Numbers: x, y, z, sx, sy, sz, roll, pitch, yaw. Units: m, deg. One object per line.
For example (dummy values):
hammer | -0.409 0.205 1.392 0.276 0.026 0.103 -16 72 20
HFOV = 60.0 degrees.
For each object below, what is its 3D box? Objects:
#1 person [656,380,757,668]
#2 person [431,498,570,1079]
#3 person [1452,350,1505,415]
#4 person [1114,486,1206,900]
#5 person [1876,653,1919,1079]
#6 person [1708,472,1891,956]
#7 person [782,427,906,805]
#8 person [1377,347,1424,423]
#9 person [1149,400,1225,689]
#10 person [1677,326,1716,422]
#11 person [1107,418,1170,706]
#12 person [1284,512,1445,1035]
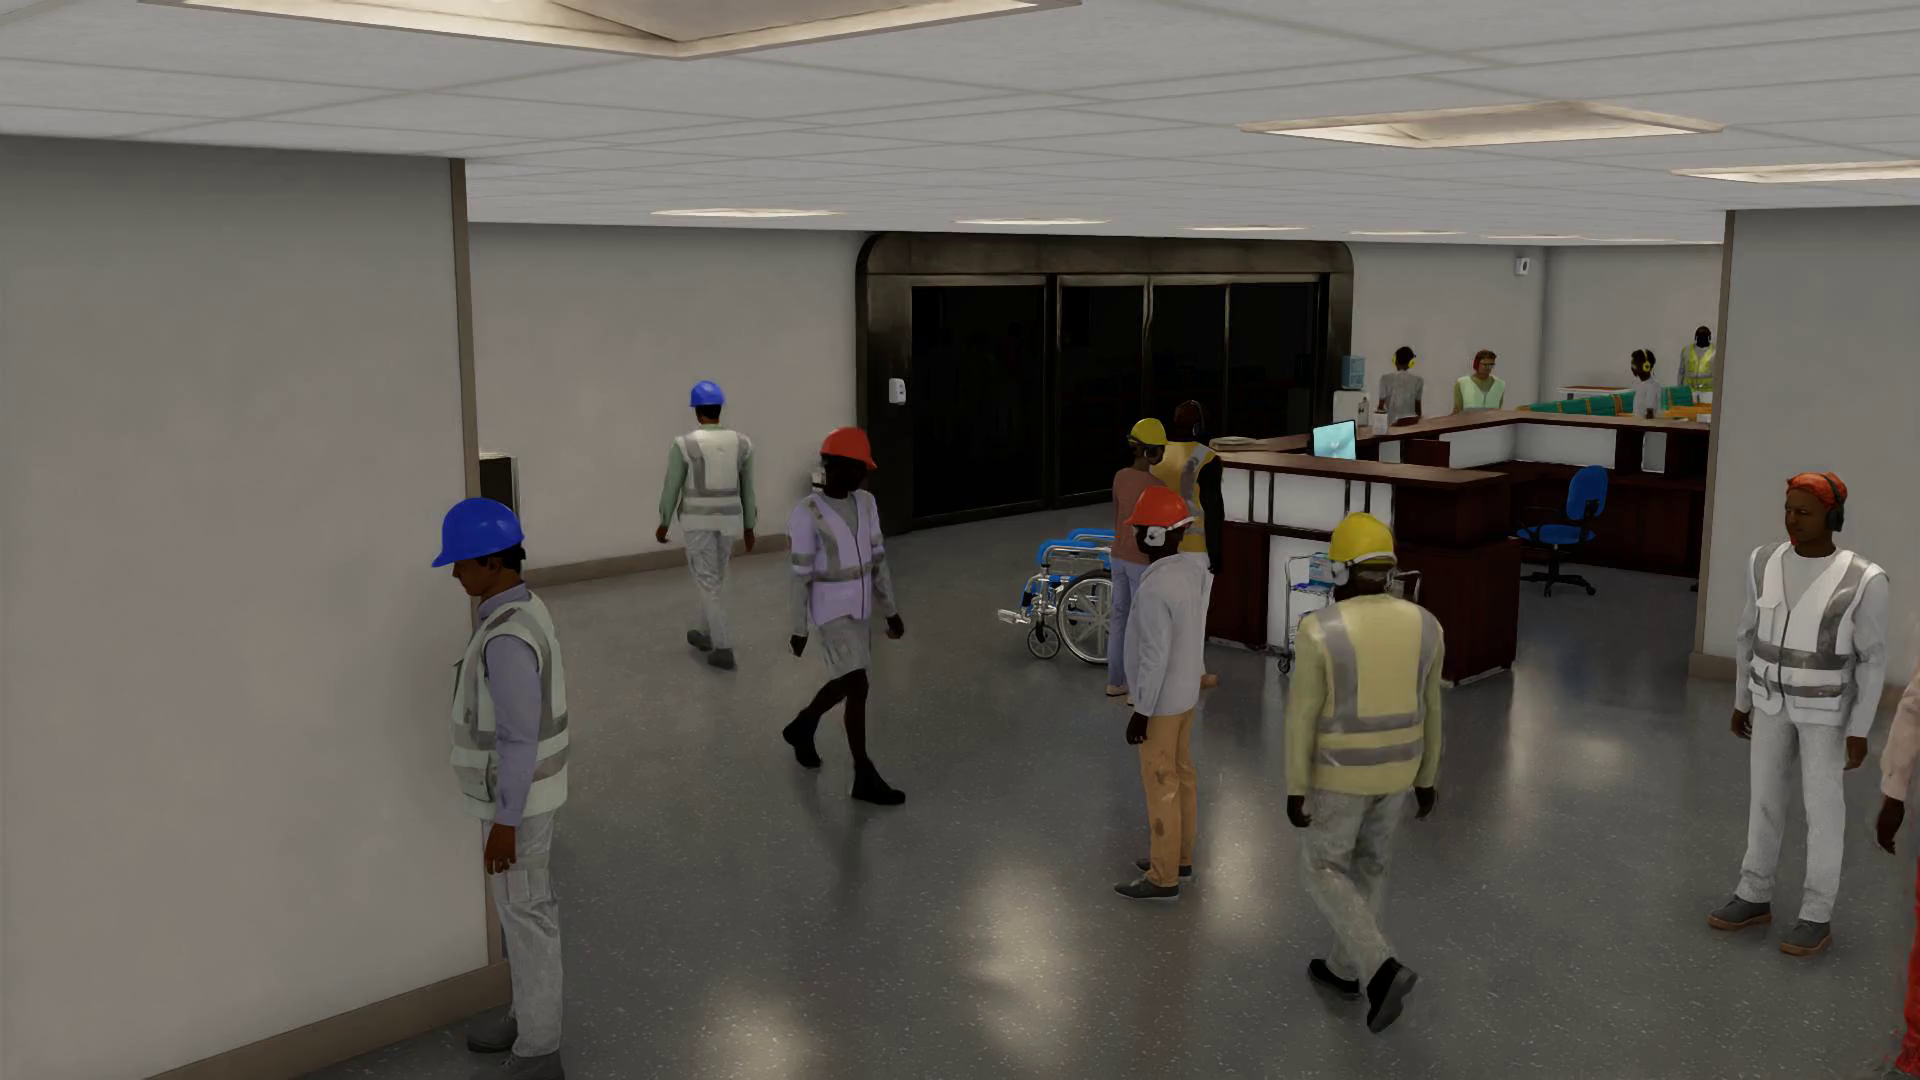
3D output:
person | -1.719 -0.124 11.253 0.610 1.908 0.875 -7 12 -38
person | -1.465 0.820 5.392 0.400 1.938 0.602 -2 10 -14
person | 5.503 -1.132 17.797 0.612 1.818 0.778 -1 9 -7
person | 0.838 0.642 7.042 0.327 1.753 0.561 4 10 25
person | 3.216 0.864 5.123 0.710 1.944 0.400 3 10 18
person | 3.281 0.668 6.493 0.360 1.882 0.575 -5 11 -30
person | -0.630 0.348 8.506 0.954 1.866 0.531 7 12 37
person | 4.832 -1.219 18.344 0.533 1.810 0.920 1 9 5
person | 1.441 0.032 10.567 0.431 1.836 0.618 -6 11 -34
person | 10.747 -2.187 24.169 0.630 1.836 0.430 7 11 35
person | 1.113 0.131 10.179 0.342 1.756 0.518 -5 11 -29
person | 1.441 0.819 5.811 0.617 1.804 0.696 -3 10 -19
